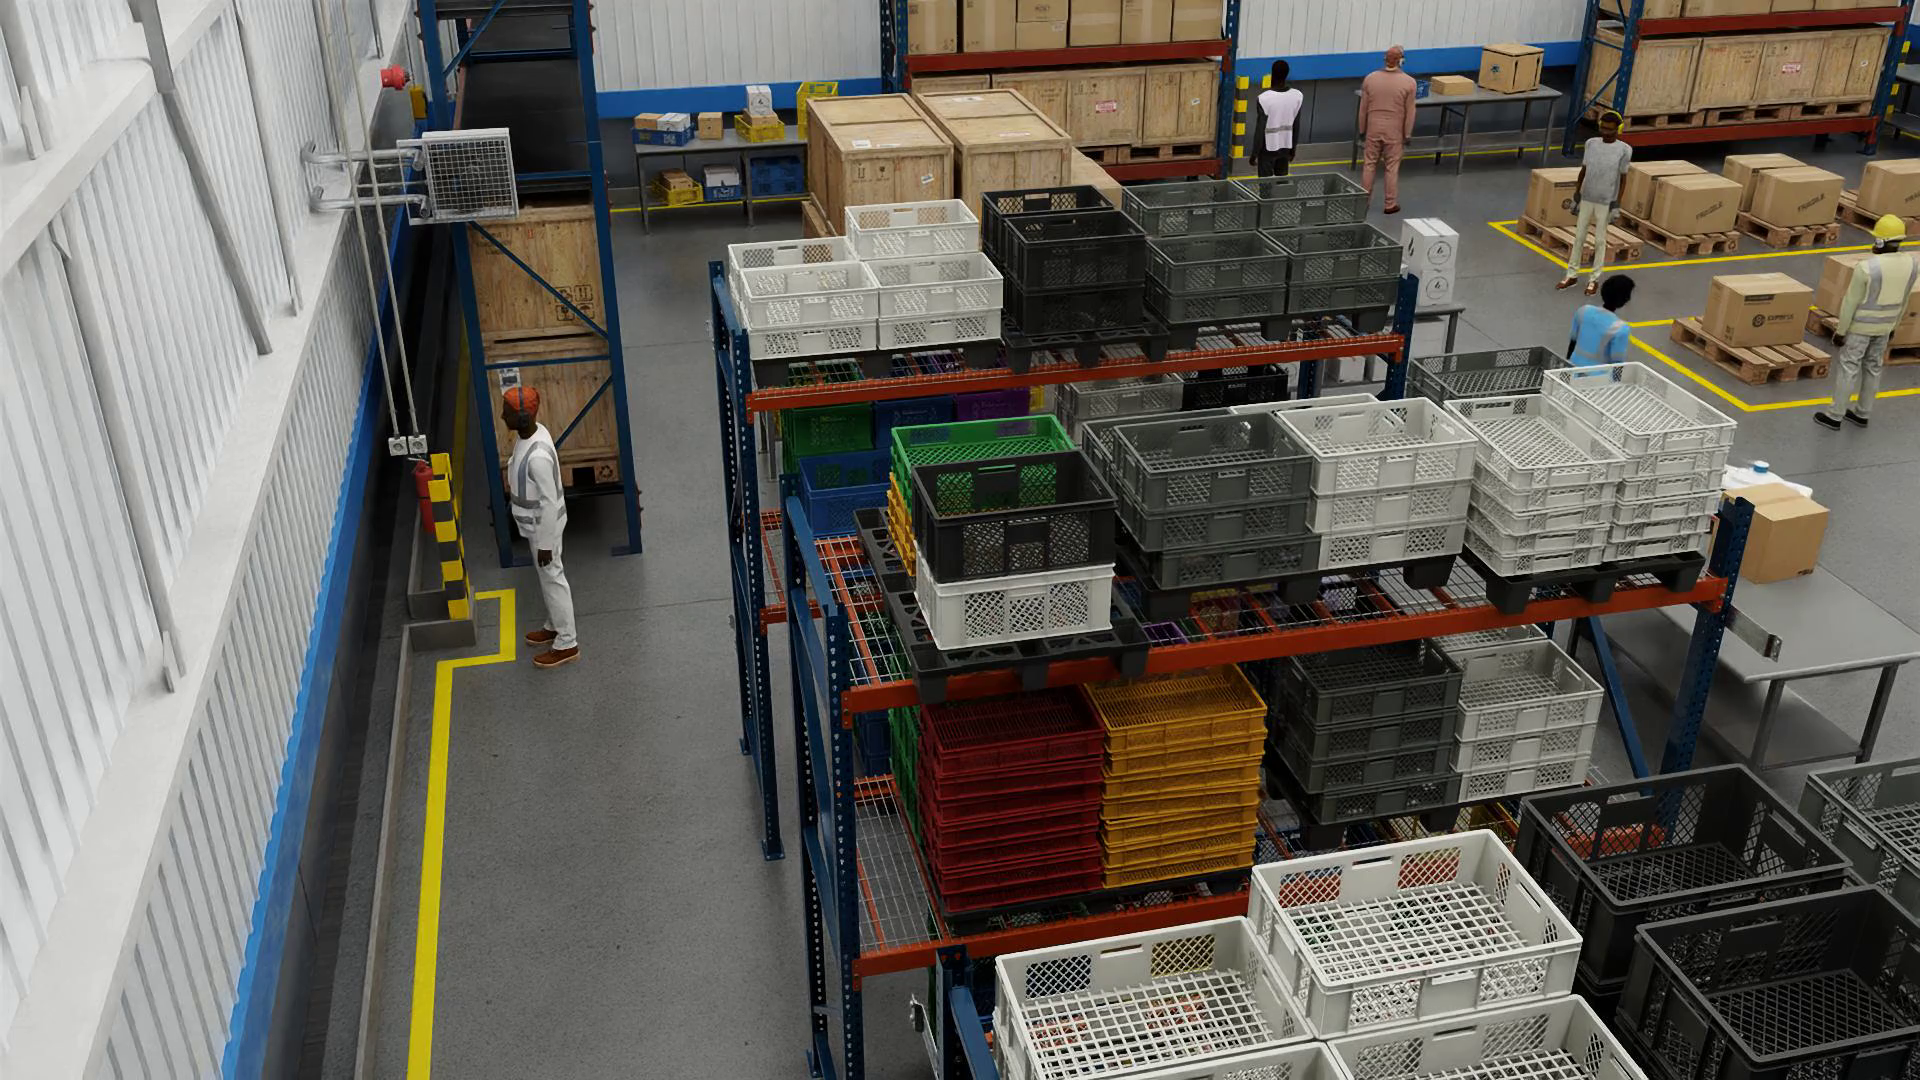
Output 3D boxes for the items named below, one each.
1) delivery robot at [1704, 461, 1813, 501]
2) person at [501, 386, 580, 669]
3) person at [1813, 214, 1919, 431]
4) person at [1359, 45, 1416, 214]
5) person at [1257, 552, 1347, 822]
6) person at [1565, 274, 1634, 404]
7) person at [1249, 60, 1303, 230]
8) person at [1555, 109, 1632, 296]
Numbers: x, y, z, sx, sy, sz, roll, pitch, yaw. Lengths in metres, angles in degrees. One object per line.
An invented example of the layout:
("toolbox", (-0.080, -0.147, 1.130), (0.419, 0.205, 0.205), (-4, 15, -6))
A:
("delivery robot", (5.863, -0.345, 12.273), (0.707, 0.478, 0.477), (22, 35, 36))
("person", (-2.649, -0.091, 10.472), (0.346, 1.882, 0.584), (-10, 29, -18))
("person", (7.502, -1.787, 13.756), (0.593, 1.827, 0.403), (-6, 28, -11))
("person", (4.945, -4.760, 19.306), (0.642, 1.909, 0.399), (15, 31, 26))
("person", (1.877, 0.653, 9.015), (0.402, 1.946, 0.628), (-8, 29, -15))
("person", (4.892, -1.248, 12.918), (0.388, 1.651, 0.550), (-13, 30, -23))
("person", (3.515, -4.371, 18.558), (0.600, 1.915, 0.376), (-13, 30, -23))
("person", (6.417, -3.406, 16.784), (0.508, 1.865, 0.328), (22, 35, 36))
